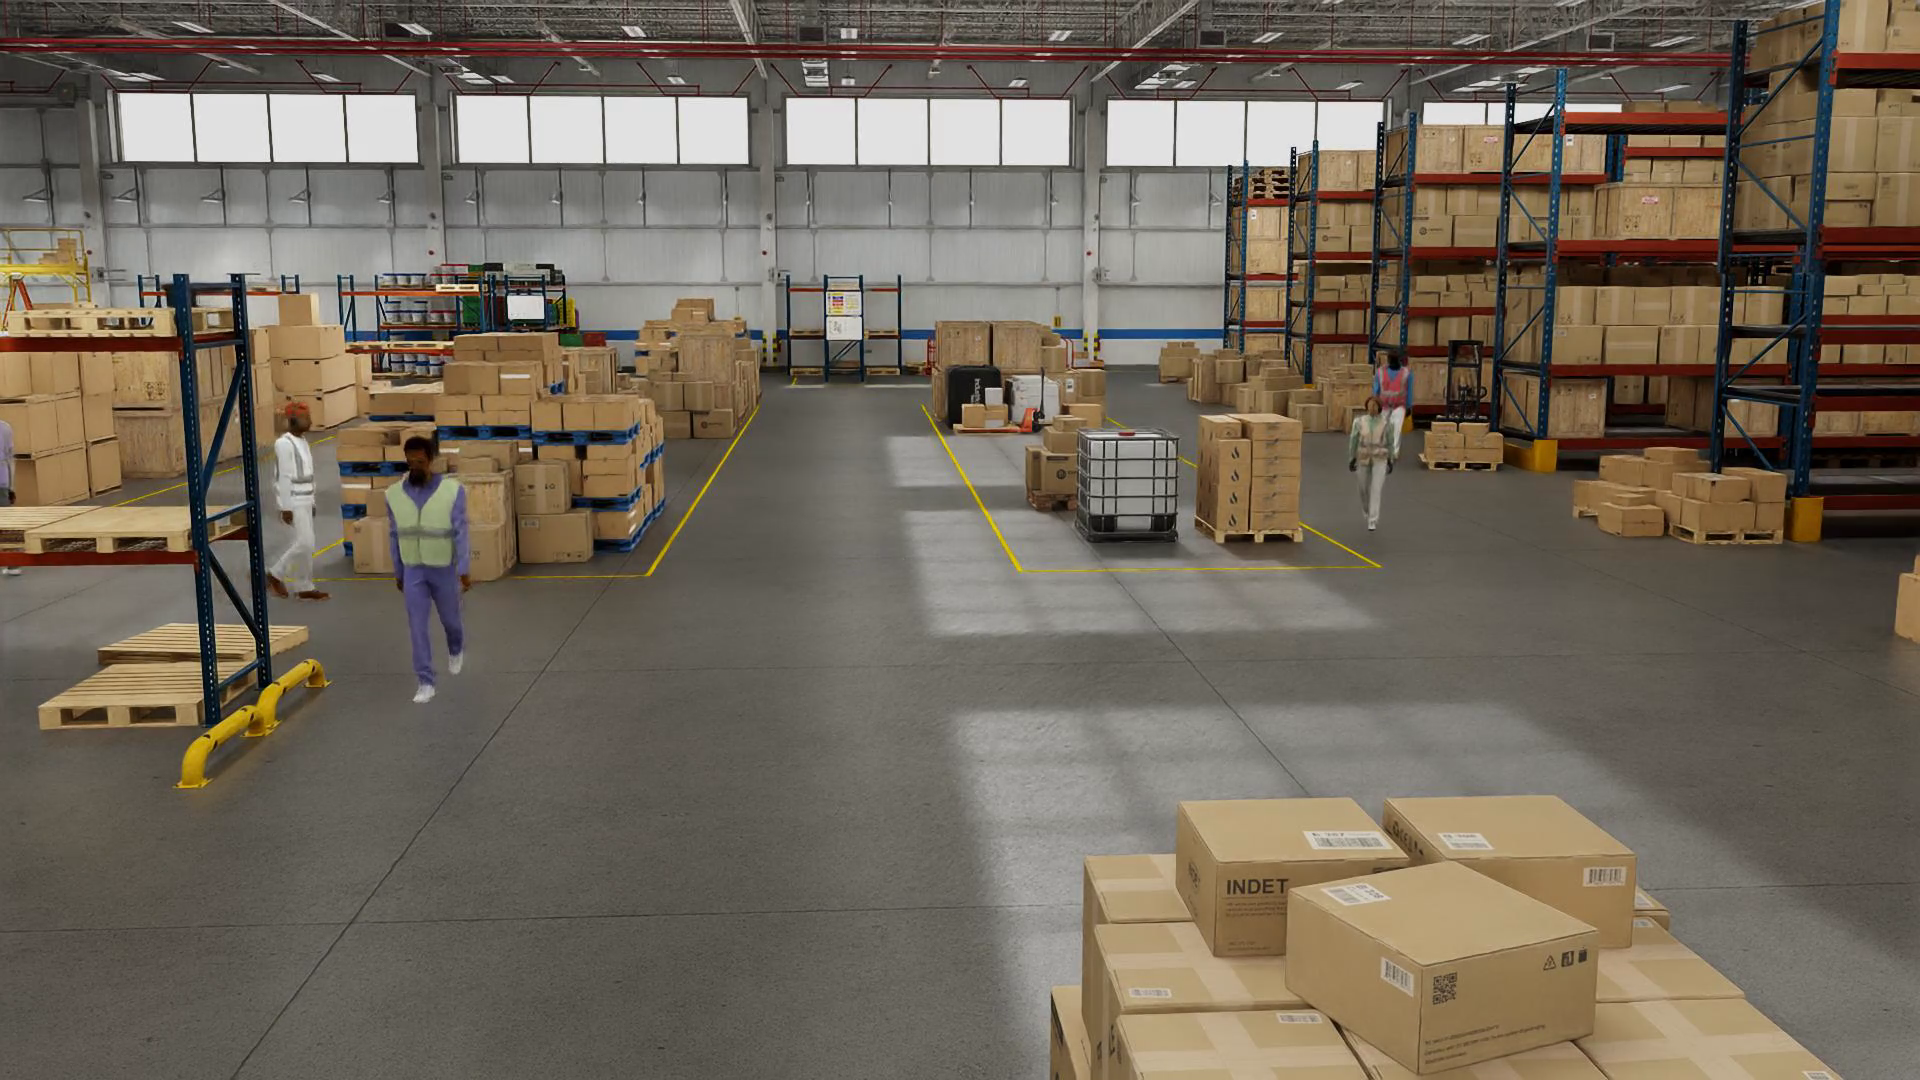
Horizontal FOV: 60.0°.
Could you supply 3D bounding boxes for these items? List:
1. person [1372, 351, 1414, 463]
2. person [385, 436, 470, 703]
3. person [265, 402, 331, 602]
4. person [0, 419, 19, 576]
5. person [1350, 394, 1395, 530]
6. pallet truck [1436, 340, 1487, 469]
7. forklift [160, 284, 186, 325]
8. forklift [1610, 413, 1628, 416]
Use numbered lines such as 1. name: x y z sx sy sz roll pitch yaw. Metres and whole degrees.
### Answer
1. person: 7.033 -2.169 27.085 0.629 1.793 0.978 4 10 24
2. person: -3.819 0.174 12.029 0.605 1.898 0.784 0 9 -3
3. person: -6.116 -0.339 15.306 0.472 1.870 0.612 0 9 -3
4. person: -9.711 -0.566 16.583 0.378 1.924 0.597 4 10 26
5. person: 4.945 -0.947 19.939 0.523 1.621 0.635 4 10 21
6. pallet truck: 8.004 -2.170 26.422 0.823 1.965 1.885 2 9 14
7. forklift: -17.699 -4.394 37.621 1.873 2.768 1.129 -6 11 -32
8. forklift: 13.849 -4.161 36.159 1.873 2.768 1.129 8 12 42
